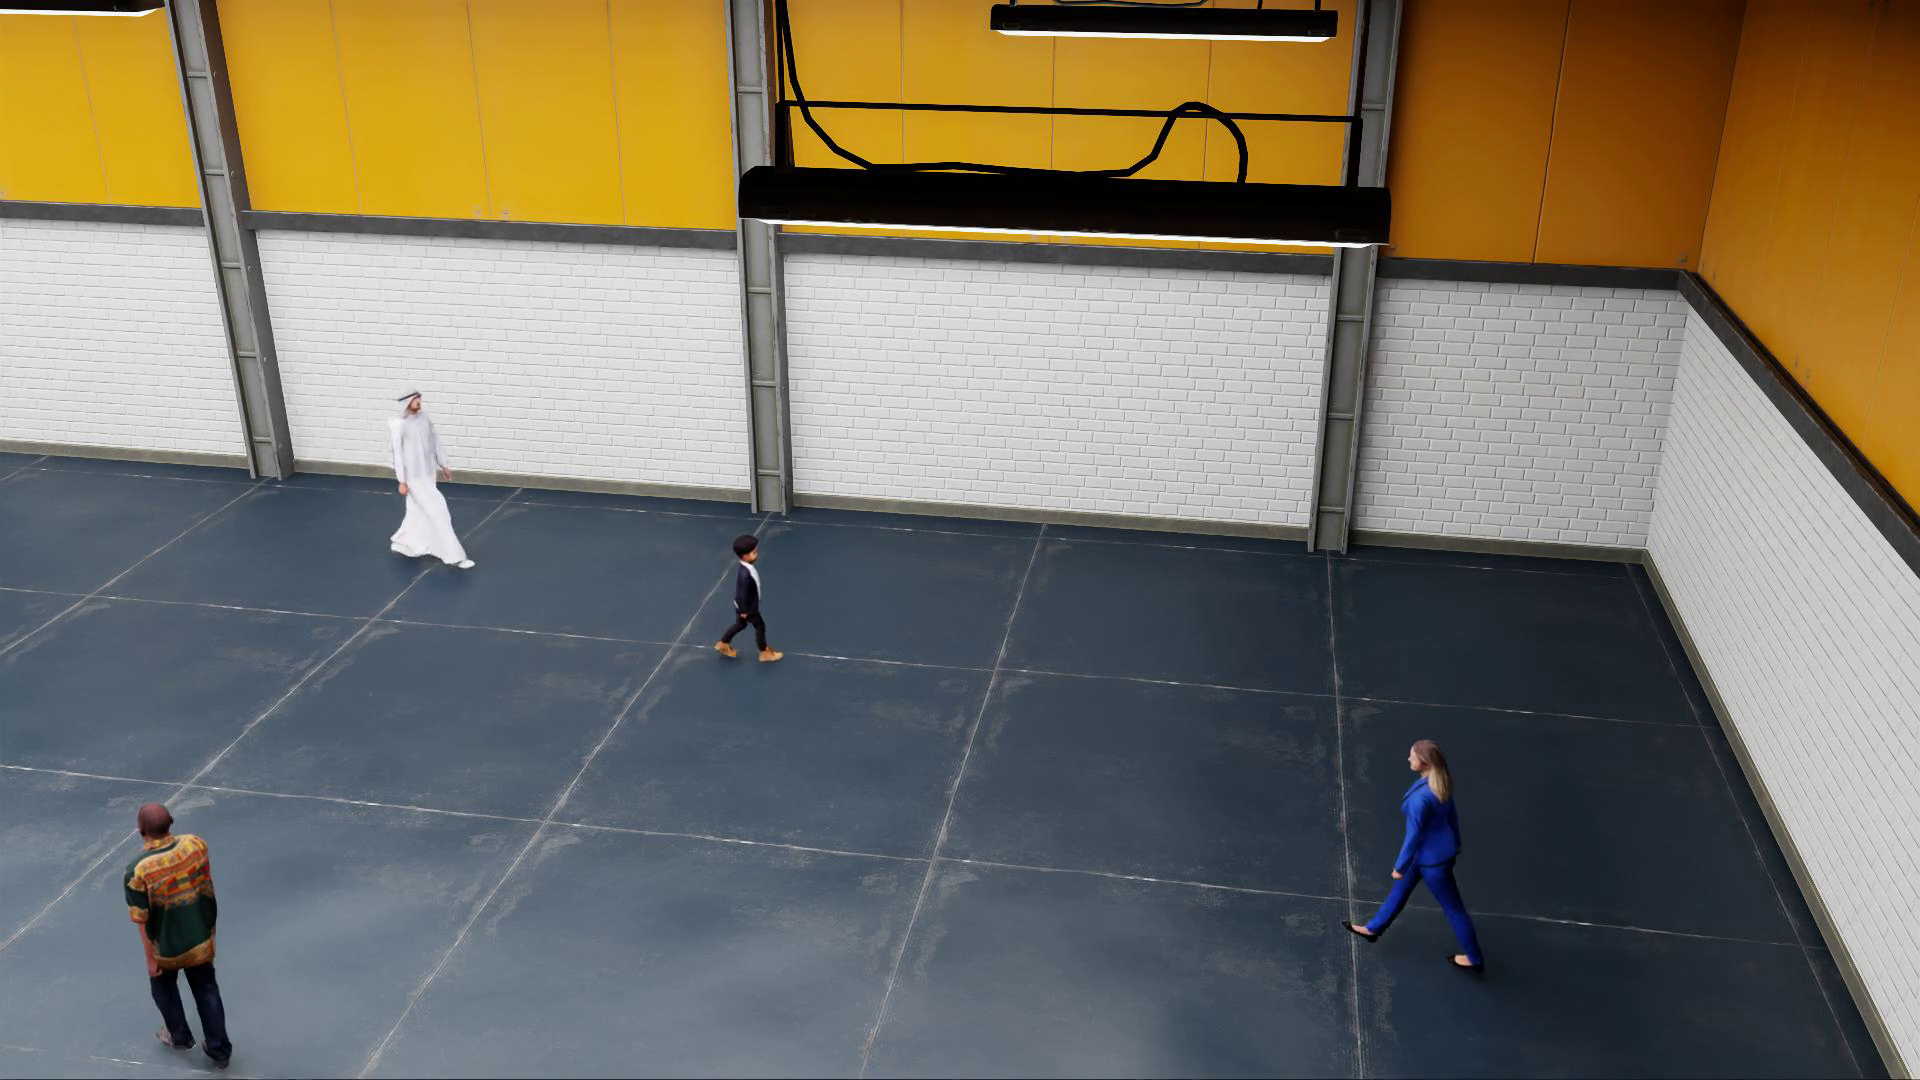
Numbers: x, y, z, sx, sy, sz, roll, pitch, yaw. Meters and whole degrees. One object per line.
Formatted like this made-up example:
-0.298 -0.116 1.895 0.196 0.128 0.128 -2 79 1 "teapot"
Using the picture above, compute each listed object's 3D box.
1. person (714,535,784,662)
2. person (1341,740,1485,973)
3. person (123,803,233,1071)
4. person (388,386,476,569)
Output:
-1.957 0.535 14.838 0.888 1.205 0.634 -2 24 -4 "person"
3.155 2.087 10.756 1.237 1.631 0.853 13 27 27 "person"
-4.575 2.393 9.861 0.999 1.788 0.903 18 29 35 "person"
-5.485 -0.632 16.668 1.296 1.878 0.815 8 25 17 "person"
